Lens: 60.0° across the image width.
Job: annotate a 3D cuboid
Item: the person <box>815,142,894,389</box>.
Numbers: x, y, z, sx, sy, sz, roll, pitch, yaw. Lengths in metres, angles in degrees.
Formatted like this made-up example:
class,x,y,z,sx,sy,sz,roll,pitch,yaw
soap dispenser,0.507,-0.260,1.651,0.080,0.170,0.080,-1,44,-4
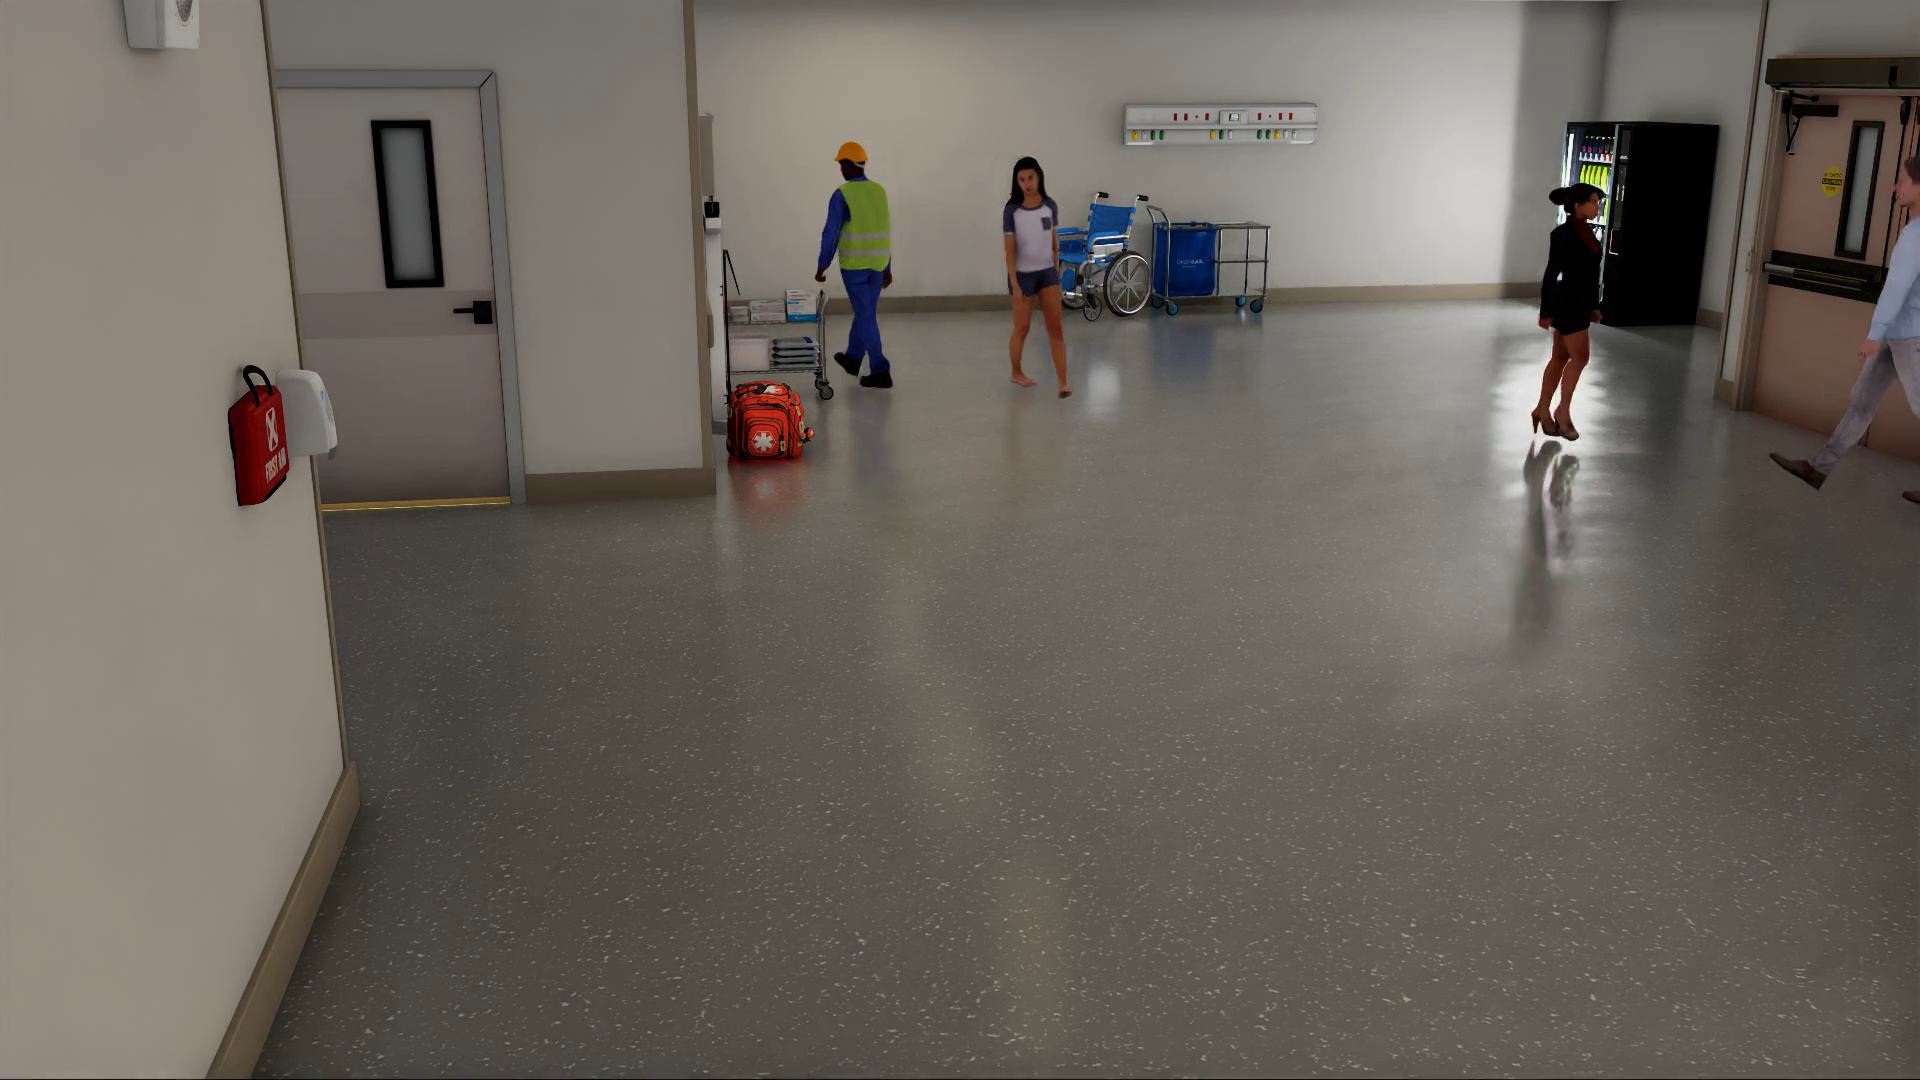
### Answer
class,x,y,z,sx,sy,sz,roll,pitch,yaw
person,-0.672,-1.997,12.284,1.026,1.776,1.185,-14,21,-41

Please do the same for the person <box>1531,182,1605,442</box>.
class,x,y,z,sx,sy,sz,roll,pitch,yaw
person,3.800,-1.442,10.598,0.773,1.624,0.718,13,20,39

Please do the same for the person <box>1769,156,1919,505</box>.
class,x,y,z,sx,sy,sz,roll,pitch,yaw
person,5.134,-1.047,8.810,1.255,1.834,1.236,10,18,30

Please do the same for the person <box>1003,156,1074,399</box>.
class,x,y,z,sx,sy,sz,roll,pitch,yaw
person,0.475,-1.847,11.950,0.786,1.670,1.167,-7,17,-23
